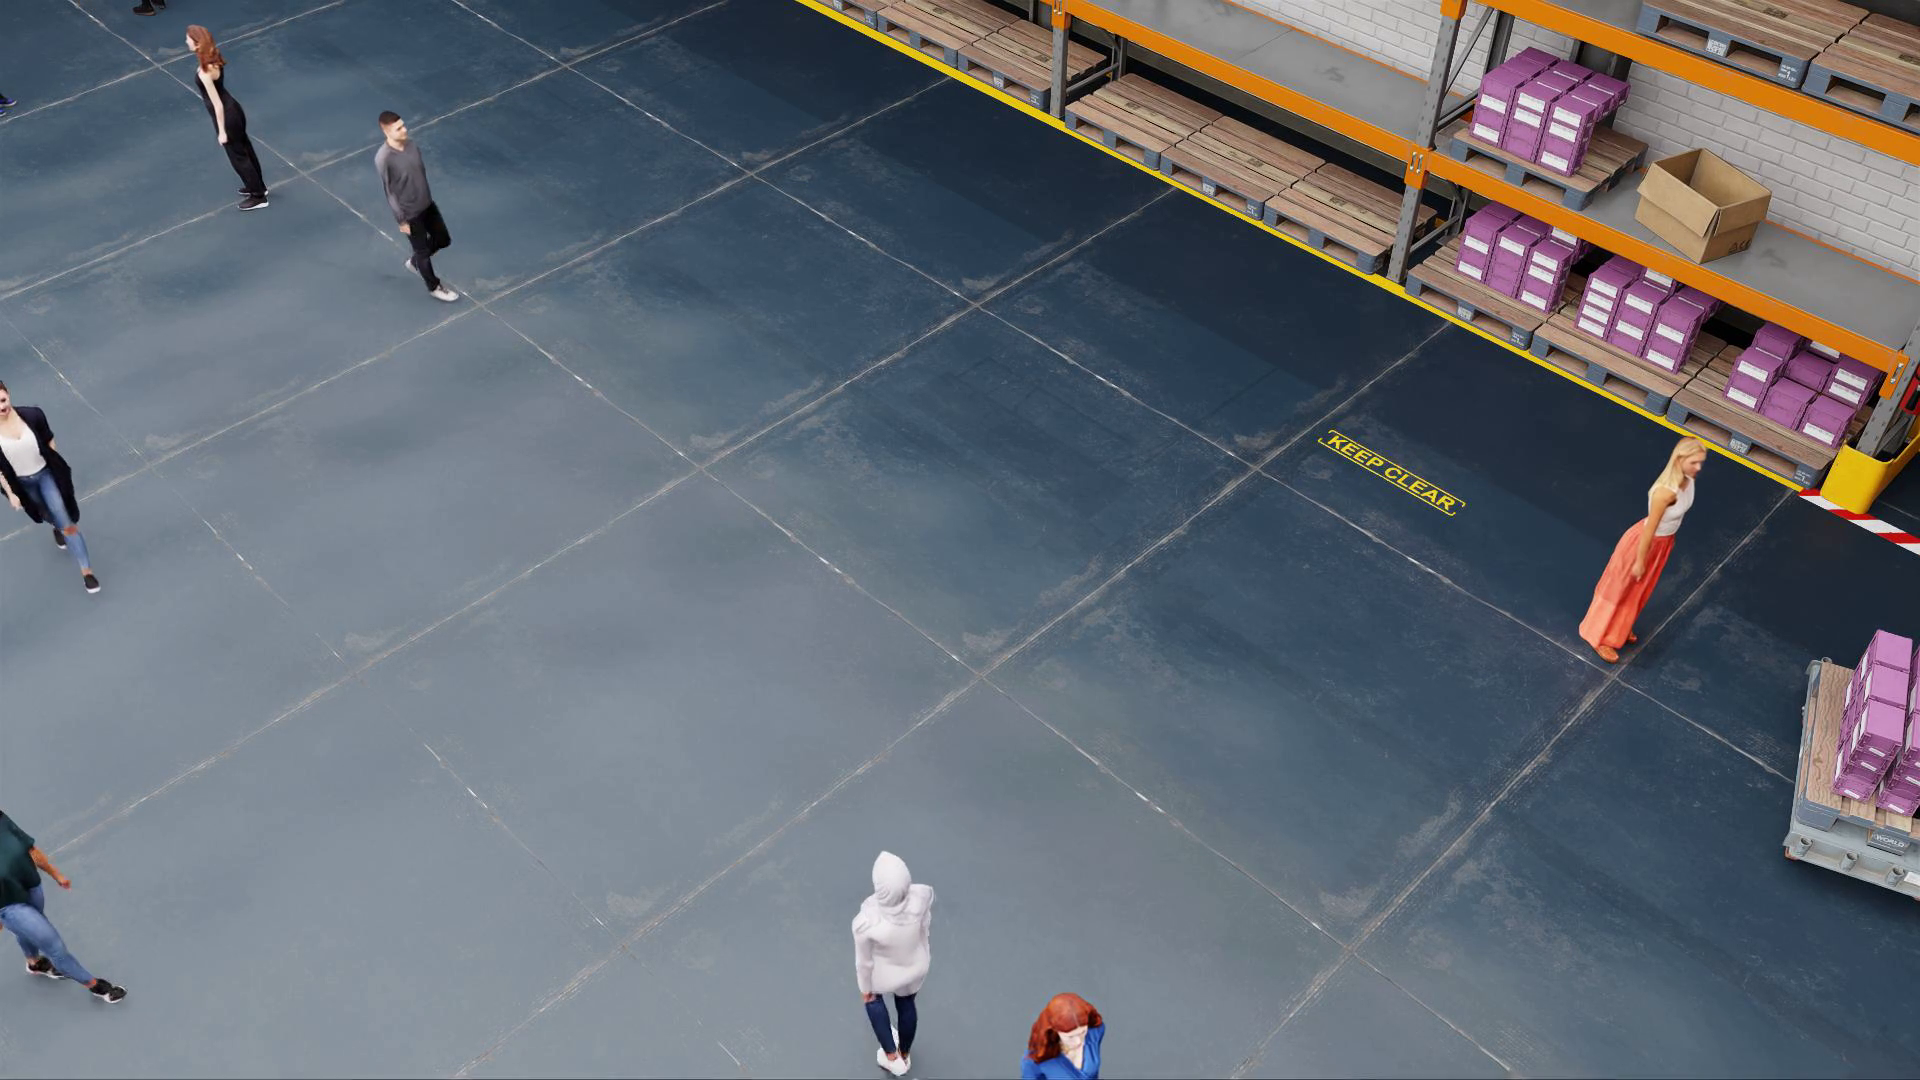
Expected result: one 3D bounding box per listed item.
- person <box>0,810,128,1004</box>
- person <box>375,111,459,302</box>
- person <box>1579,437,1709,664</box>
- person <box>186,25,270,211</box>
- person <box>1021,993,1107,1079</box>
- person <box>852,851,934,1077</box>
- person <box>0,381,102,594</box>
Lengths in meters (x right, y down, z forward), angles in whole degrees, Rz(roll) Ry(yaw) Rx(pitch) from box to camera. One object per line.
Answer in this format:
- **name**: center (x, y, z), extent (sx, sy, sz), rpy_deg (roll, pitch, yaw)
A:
- **person**: center (-5.159, 1.908, 8.962), extent (1.013, 1.590, 0.884), rpy_deg (7, 44, 7)
- **person**: center (-4.576, -2.767, 13.750), extent (0.848, 1.755, 0.768), rpy_deg (15, 46, 16)
- **person**: center (4.460, 0.036, 10.774), extent (0.627, 1.801, 0.583), rpy_deg (-33, 52, -30)
- **person**: center (-6.515, -3.771, 14.809), extent (0.727, 1.747, 0.630), rpy_deg (-8, 44, -9)
- **person**: center (0.477, 2.686, 7.973), extent (0.675, 1.827, 0.653), rpy_deg (-22, 48, -22)
- **person**: center (-0.297, 2.234, 8.492), extent (0.717, 1.766, 0.743), rpy_deg (-18, 46, -18)
- **person**: center (-6.380, -0.455, 11.413), extent (0.793, 1.630, 1.195), rpy_deg (-24, 49, -23)
